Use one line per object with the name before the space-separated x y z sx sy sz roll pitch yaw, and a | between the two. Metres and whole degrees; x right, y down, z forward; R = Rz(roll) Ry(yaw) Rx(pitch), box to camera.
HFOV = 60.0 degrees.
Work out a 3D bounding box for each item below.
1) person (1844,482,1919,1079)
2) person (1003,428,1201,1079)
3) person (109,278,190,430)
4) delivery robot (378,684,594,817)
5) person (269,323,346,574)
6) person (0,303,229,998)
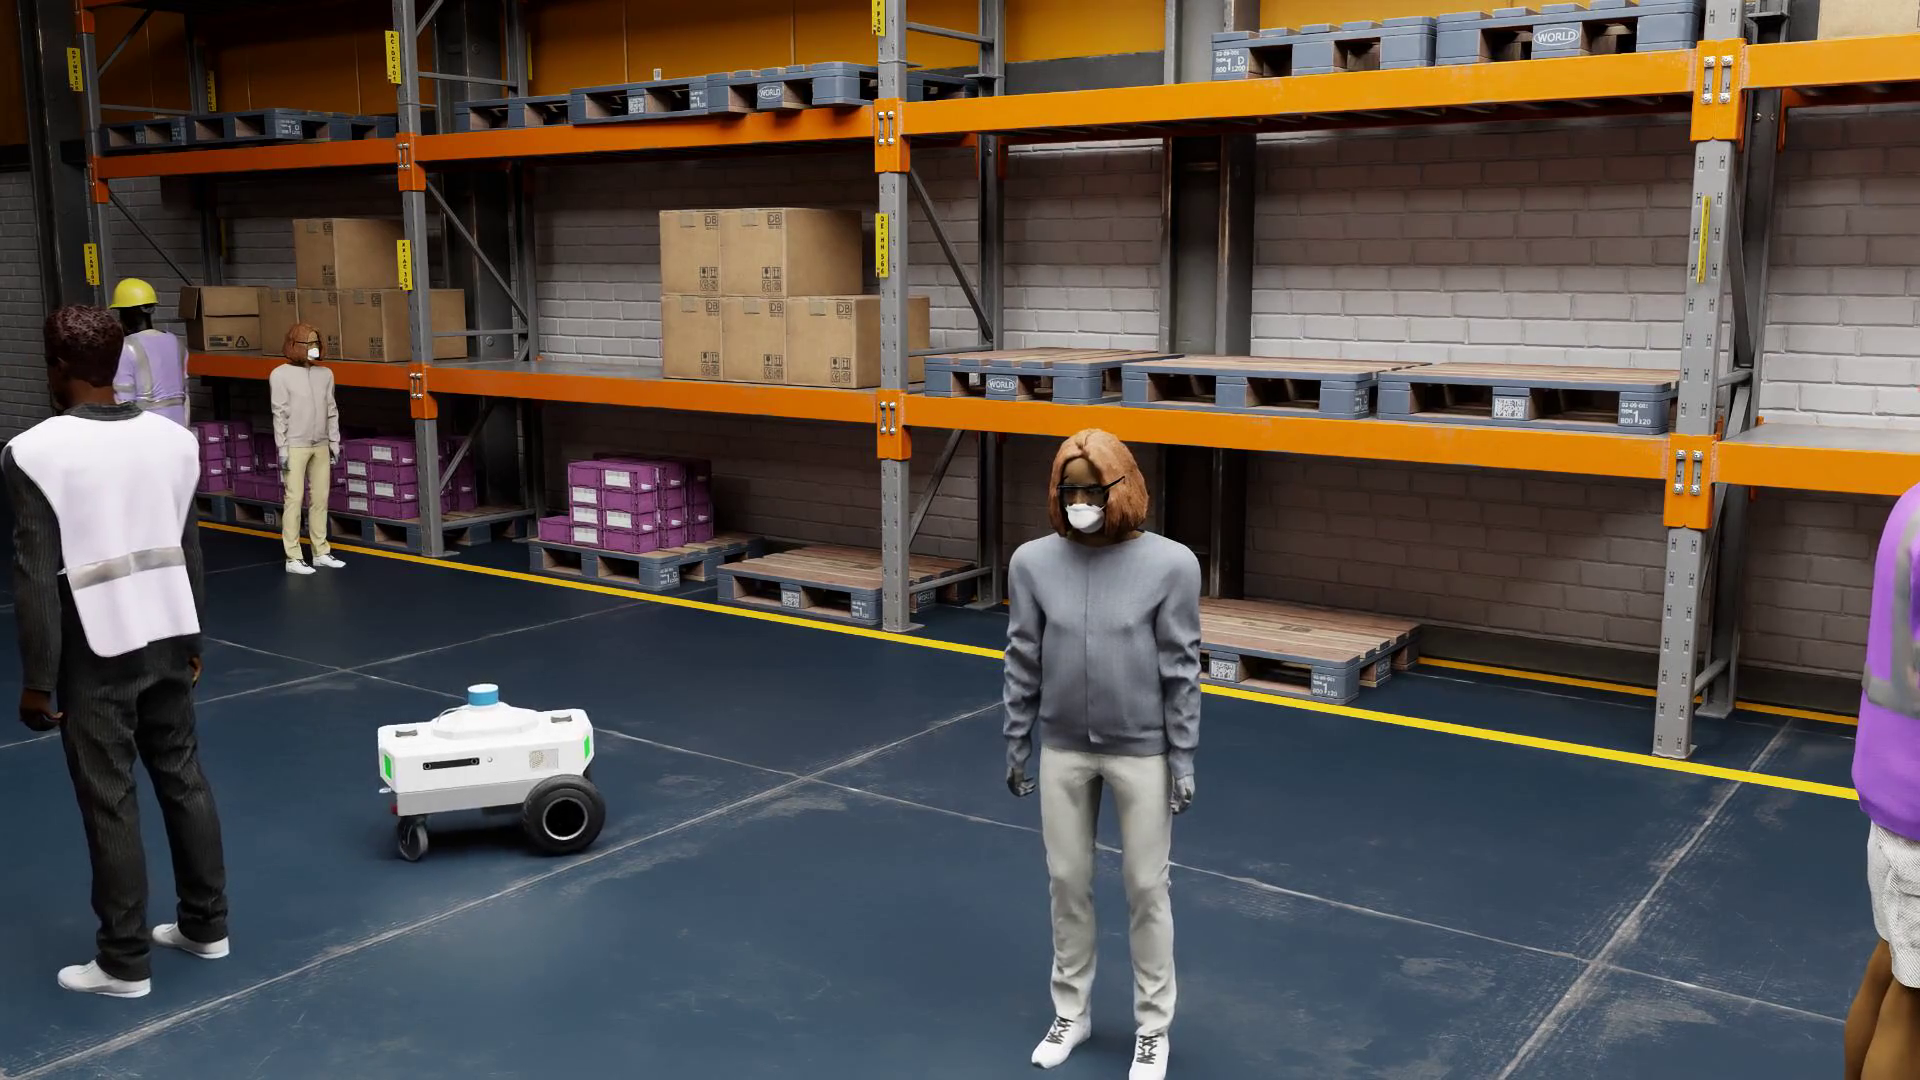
person | 1.959 0.516 3.271 0.362 1.938 0.545 4 10 23
person | 0.342 0.532 4.114 0.504 1.622 0.297 4 10 20
person | -4.936 -0.626 10.147 0.401 1.918 0.584 2 10 14
delivery robot | -1.641 0.743 5.750 0.707 0.478 0.477 -3 10 -20
person | -4.240 -0.593 10.814 0.282 1.625 0.492 5 11 30
person | -2.338 0.303 4.645 0.394 1.909 0.592 4 10 22
